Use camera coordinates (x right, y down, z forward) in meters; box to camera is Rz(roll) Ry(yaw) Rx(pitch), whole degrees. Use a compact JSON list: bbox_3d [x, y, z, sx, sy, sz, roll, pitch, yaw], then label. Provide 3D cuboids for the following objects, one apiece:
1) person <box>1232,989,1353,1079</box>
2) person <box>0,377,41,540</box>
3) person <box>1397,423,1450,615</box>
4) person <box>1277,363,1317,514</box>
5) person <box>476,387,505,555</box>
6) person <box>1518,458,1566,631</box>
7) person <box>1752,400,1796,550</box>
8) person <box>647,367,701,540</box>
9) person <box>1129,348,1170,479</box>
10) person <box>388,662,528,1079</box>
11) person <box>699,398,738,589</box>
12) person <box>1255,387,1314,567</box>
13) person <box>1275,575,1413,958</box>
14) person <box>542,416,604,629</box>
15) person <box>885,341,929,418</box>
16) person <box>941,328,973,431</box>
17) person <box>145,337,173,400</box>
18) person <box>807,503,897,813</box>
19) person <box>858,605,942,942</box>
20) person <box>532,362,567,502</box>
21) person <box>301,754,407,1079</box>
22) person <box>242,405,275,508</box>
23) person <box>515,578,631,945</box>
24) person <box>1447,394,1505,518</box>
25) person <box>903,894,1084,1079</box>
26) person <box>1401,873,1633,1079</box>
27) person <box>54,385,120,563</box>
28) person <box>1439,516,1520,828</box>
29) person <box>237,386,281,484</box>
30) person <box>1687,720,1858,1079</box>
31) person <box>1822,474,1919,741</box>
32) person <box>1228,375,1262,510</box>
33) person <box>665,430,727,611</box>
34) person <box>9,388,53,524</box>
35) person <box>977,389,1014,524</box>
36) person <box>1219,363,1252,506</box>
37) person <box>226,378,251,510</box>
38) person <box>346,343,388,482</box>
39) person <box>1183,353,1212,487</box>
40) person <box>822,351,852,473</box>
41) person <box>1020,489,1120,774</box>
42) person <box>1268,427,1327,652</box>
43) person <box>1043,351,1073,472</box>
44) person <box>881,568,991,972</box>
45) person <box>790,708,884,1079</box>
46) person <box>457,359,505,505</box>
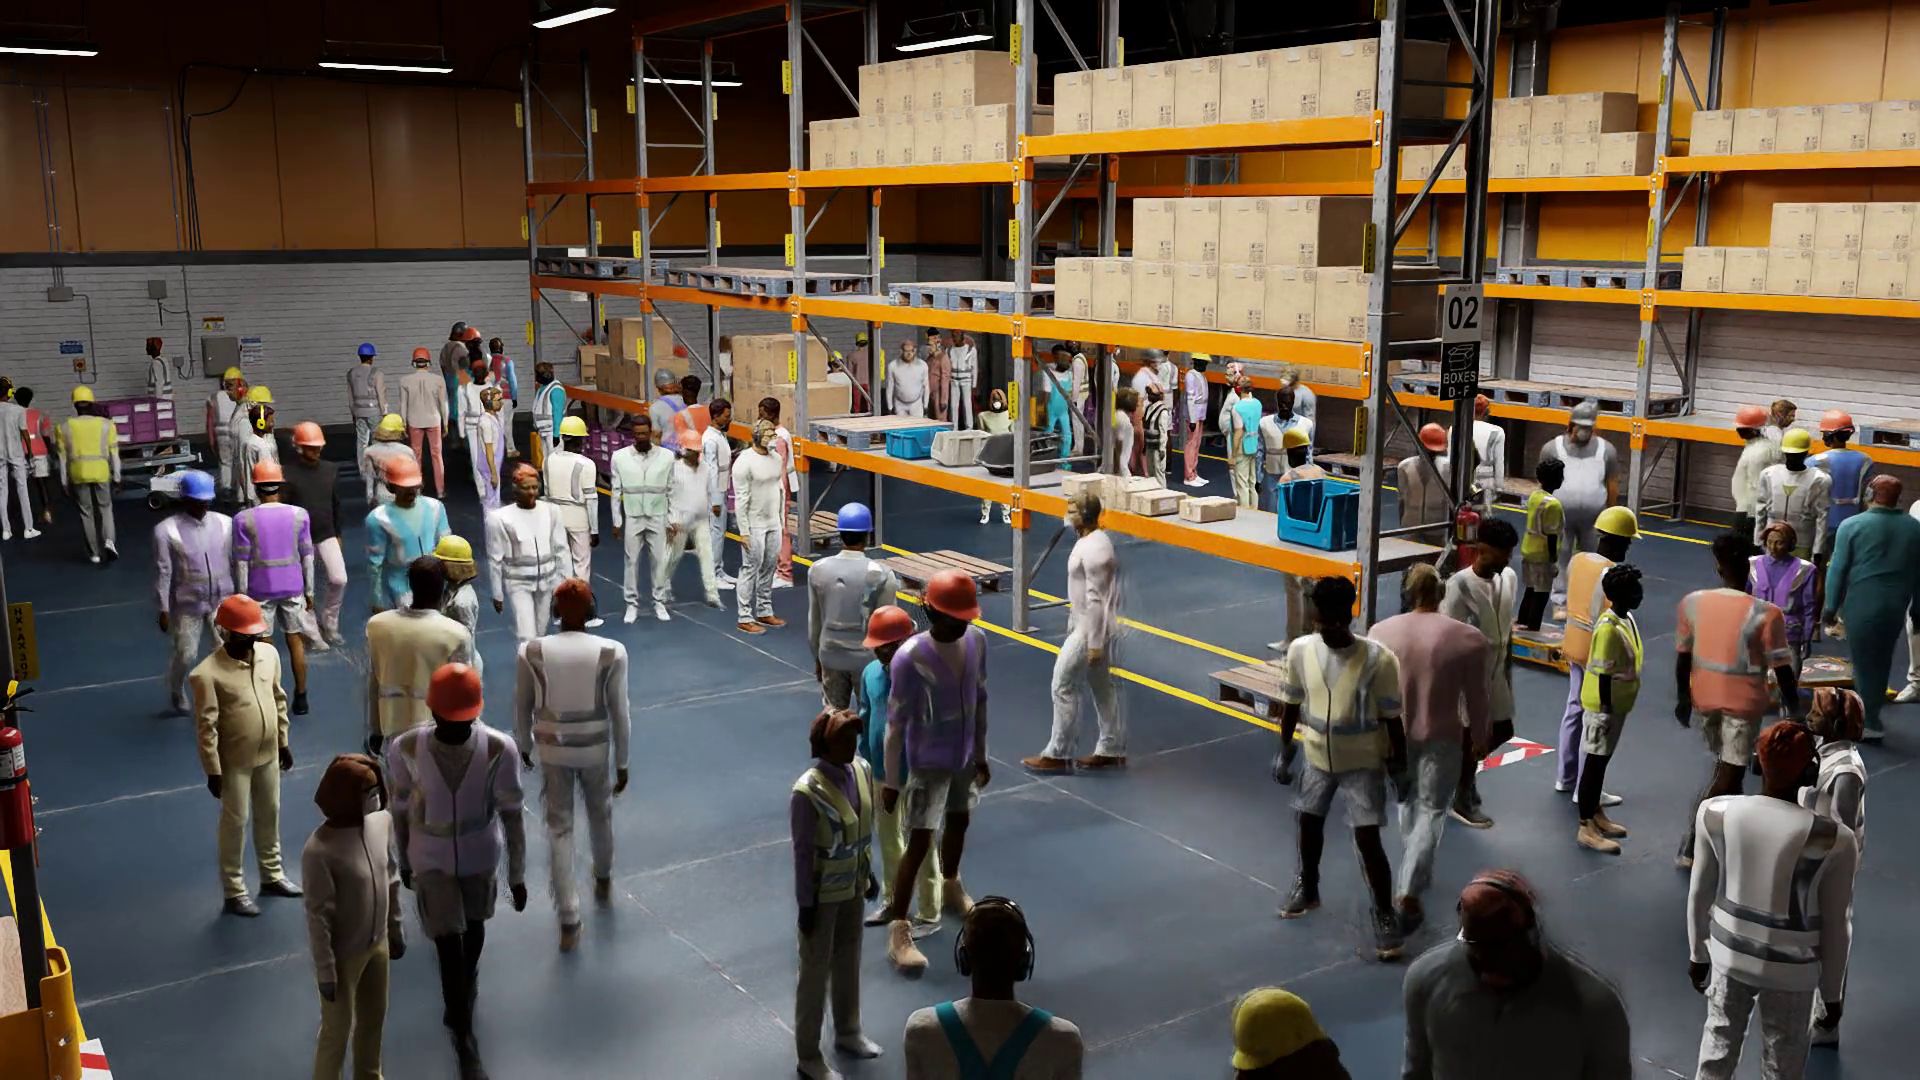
[{"bbox_3d":[0.898,1.993,4.545,0.506,1.704,0.770,1,11,7],"label":"person"},{"bbox_3d":[-10.913,-0.936,19.084,0.538,1.869,0.312,-3,11,-14],"label":"person"},{"bbox_3d":[4.182,-0.132,14.903,0.553,1.898,0.824,4,12,22],"label":"person"},{"bbox_3d":[4.107,-1.201,20.327,0.396,1.924,0.664,-7,13,-30],"label":"person"},{"bbox_3d":[-5.112,-0.755,18.217,0.343,1.847,0.506,-3,11,-16],"label":"person"},{"bbox_3d":[4.908,0.144,14.025,0.322,1.689,0.530,0,11,2],"label":"person"},{"bbox_3d":[8.320,-0.518,17.019,0.346,1.840,0.505,2,11,10],"label":"person"},{"bbox_3d":[-3.183,-0.979,18.864,0.699,2.000,0.765,-8,13,-34],"label":"person"},{"bbox_3d":[2.461,-1.655,22.320,0.719,2.000,0.702,4,12,21],"label":"person"},{"bbox_3d":[-2.187,1.384,7.288,0.550,1.852,1.074,-4,12,-19],"label":"person"},{"bbox_3d":[-2.426,-0.459,16.549,0.405,1.909,0.597,0,11,-2],"label":"person"},{"bbox_3d":[3.416,-0.665,17.569,0.597,1.916,0.371,3,11,13],"label":"person"},{"bbox_3d":[1.995,1.112,8.472,0.825,1.920,0.537,9,14,37],"label":"person"},{"bbox_3d":[-3.475,-0.155,14.965,0.588,1.918,0.397,6,13,28],"label":"person"},{"bbox_3d":[-0.769,-1.965,24.302,0.663,1.876,0.738,-1,11,-4],"label":"person"},{"bbox_3d":[-0.064,-2.796,28.287,0.613,1.991,0.391,-2,11,-8],"label":"person"},{"bbox_3d":[-12.068,-2.115,25.083,0.351,1.882,0.581,-3,12,-17],"label":"person"},{"bbox_3d":[-0.658,0.748,10.370,0.609,1.909,0.415,5,12,22],"label":"person"},{"bbox_3d":[-0.321,1.184,8.564,0.577,1.738,0.354,10,15,42],"label":"person"},{"bbox_3d":[-5.295,-1.384,21.491,0.429,1.831,0.635,-7,13,-32],"label":"person"},{"bbox_3d":[-2.391,1.627,6.601,0.291,1.627,0.499,3,12,17],"label":"person"},{"bbox_3d":[-6.870,-0.405,16.417,0.349,1.856,0.528,-9,14,-39],"label":"person"},{"bbox_3d":[-2.022,1.107,8.728,0.586,1.833,0.976,-2,11,-12],"label":"person"},{"bbox_3d":[5.311,-0.569,17.180,0.573,1.877,0.338,4,12,21],"label":"person"},{"bbox_3d":[0.094,1.893,4.704,0.505,1.838,0.345,1,11,6],"label":"person"},{"bbox_3d":[1.656,1.843,4.949,0.715,1.850,0.956,5,12,23],"label":"person"},{"bbox_3d":[-9.284,-0.691,17.729,0.585,1.913,0.408,-7,13,-32],"label":"person"},{"bbox_3d":[3.137,0.799,10.027,0.652,1.936,0.505,-6,13,-30],"label":"person"},{"bbox_3d":[-7.796,-0.813,18.596,0.476,1.810,0.587,-1,11,-4],"label":"person"},{"bbox_3d":[2.979,1.585,6.175,0.351,1.878,0.569,-10,15,-41],"label":"person"},{"bbox_3d":[6.555,0.487,11.855,0.679,1.887,0.712,0,11,-1],"label":"person"},{"bbox_3d":[3.351,-1.014,19.552,0.396,1.841,0.565,9,14,38],"label":"person"},{"bbox_3d":[-2.597,-0.210,15.783,0.583,1.712,0.894,-11,15,-43],"label":"person"},{"bbox_3d":[-11.264,-1.020,20.117,0.563,1.622,0.907,-9,14,-39],"label":"person"},{"bbox_3d":[0.444,-1.005,20.042,0.499,1.633,0.286,0,11,1],"label":"person"},{"bbox_3d":[3.402,-1.247,20.614,0.399,1.899,0.652,1,11,7],"label":"person"},{"bbox_3d":[-8.243,-0.953,19.230,0.384,1.845,0.569,-8,13,-34],"label":"person"},{"bbox_3d":[-8.231,-1.769,23.180,0.604,1.939,0.415,4,12,19],"label":"person"},{"bbox_3d":[3.254,-1.703,22.854,0.361,1.929,0.587,4,12,21],"label":"person"},{"bbox_3d":[-1.793,-1.845,24.001,0.525,1.769,0.315,-8,14,-37],"label":"person"},{"bbox_3d":[0.717,0.613,11.027,0.801,1.914,0.655,1,11,5],"label":"person"},{"bbox_3d":[2.863,0.002,14.157,0.584,1.918,0.381,-11,15,-44],"label":"person"},{"bbox_3d":[1.395,-1.737,23.337,0.563,1.803,0.841,-6,12,-27],"label":"person"},{"bbox_3d":[-0.137,1.106,8.376,0.587,1.990,0.801,11,15,44],"label":"person"},{"bbox_3d":[-0.535,1.513,7.172,0.316,1.632,0.552,7,13,30],"label":"person"},{"bbox_3d":[-6.134,-1.378,21.331,0.592,1.869,0.455,-4,12,-18],"label":"person"}]
